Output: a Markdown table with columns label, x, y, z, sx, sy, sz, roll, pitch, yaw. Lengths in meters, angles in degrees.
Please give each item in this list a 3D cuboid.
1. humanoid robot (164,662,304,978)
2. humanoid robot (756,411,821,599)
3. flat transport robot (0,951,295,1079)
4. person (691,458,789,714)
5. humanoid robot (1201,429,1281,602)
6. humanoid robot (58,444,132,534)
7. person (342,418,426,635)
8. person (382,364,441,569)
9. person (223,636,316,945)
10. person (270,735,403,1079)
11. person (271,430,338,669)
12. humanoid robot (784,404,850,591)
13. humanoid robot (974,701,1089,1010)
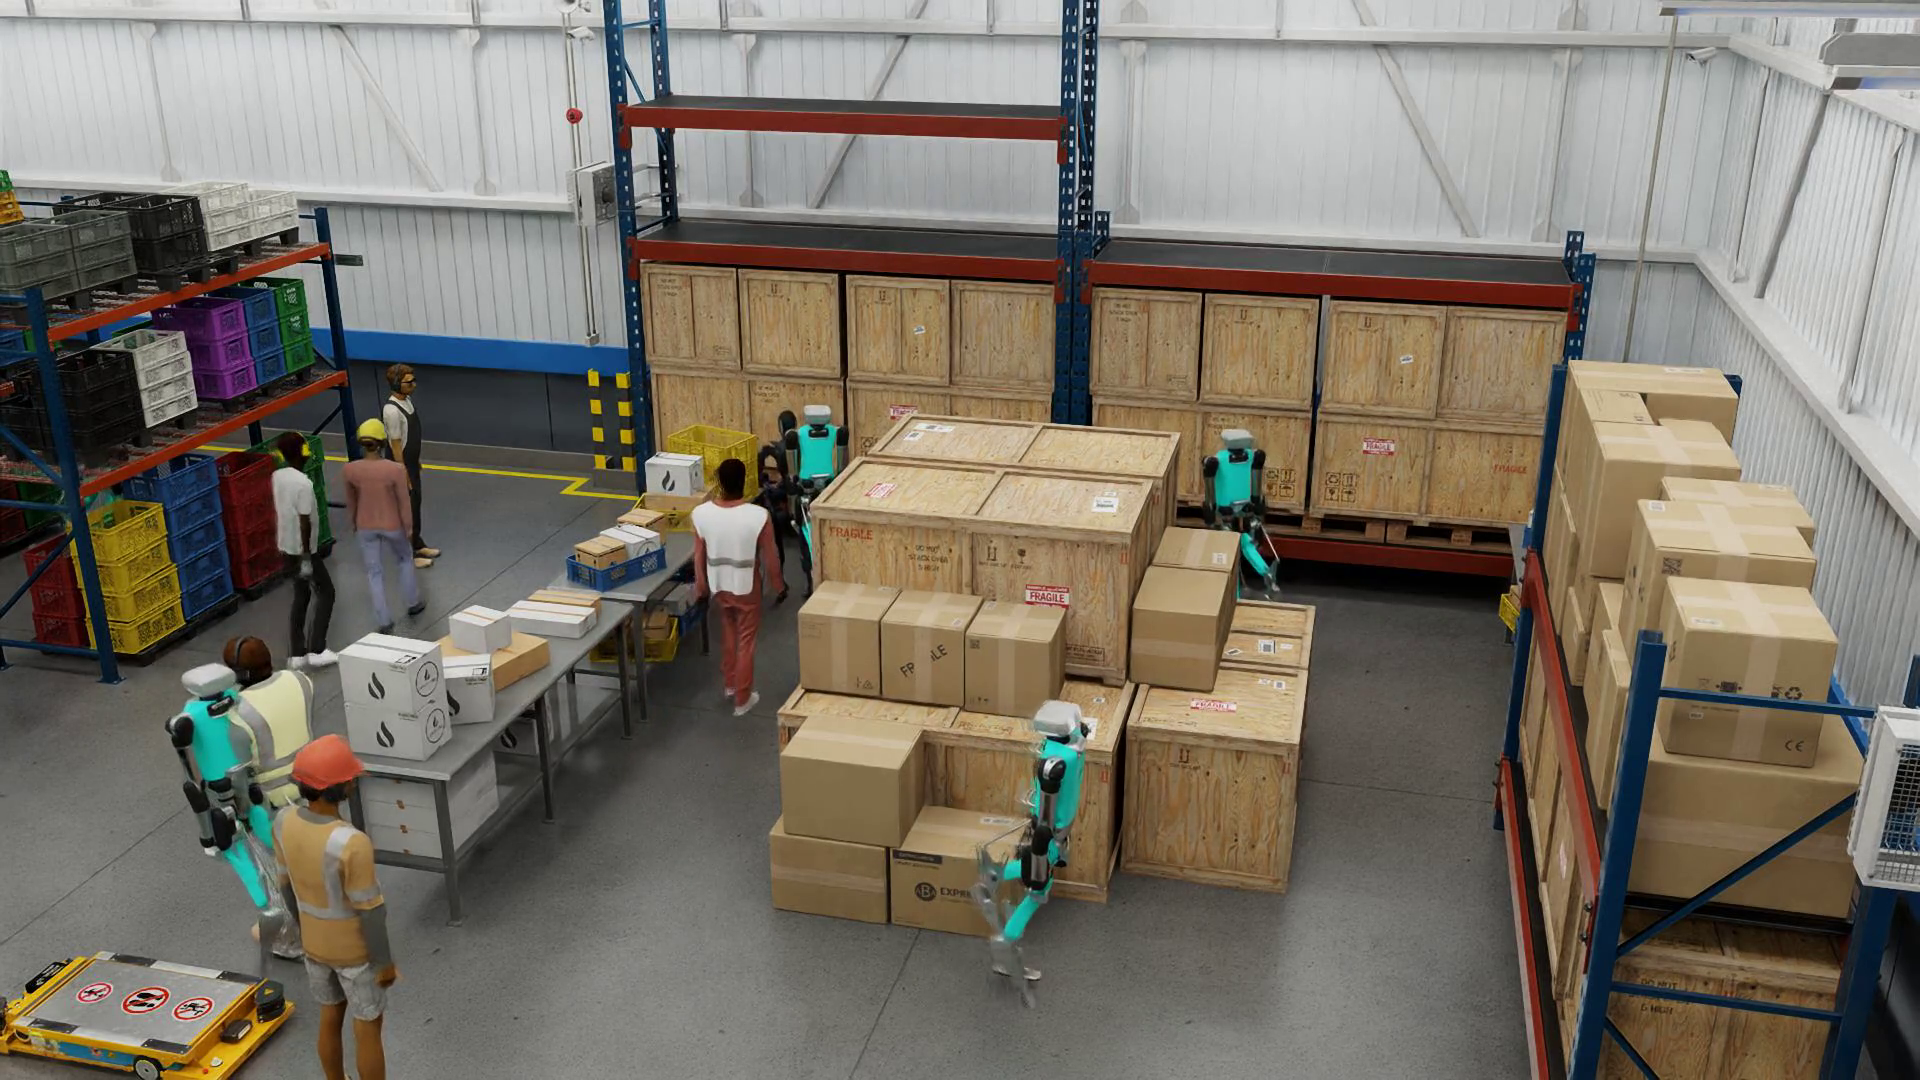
| label | x | y | z | sx | sy | sz | roll | pitch | yaw |
| --- | --- | --- | --- | --- | --- | --- | --- | --- | --- |
| humanoid robot | -3.748 | 1.576 | 8.964 | 0.734 | 1.855 | 0.530 | 9 | 23 | 23 |
| humanoid robot | -1.417 | -0.287 | 13.861 | 0.610 | 1.631 | 0.707 | -8 | 22 | -21 |
| flat transport robot | -4.270 | 2.464 | 8.601 | 1.431 | 0.231 | 0.659 | 5 | 22 | 13 |
| person | -1.551 | 0.304 | 11.967 | 0.599 | 1.902 | 0.624 | 7 | 22 | 17 |
| humanoid robot | 2.207 | 0.039 | 12.898 | 0.536 | 1.741 | 1.005 | -8 | 22 | -20 |
| humanoid robot | -7.382 | -0.421 | 14.133 | 0.542 | 1.801 | 0.827 | 5 | 21 | 12 |
| person | -4.627 | -0.143 | 13.361 | 0.526 | 1.743 | 0.719 | -2 | 21 | -6 |
| person | -4.834 | -0.648 | 14.552 | 0.343 | 1.839 | 0.499 | -2 | 21 | -5 |
| person | -3.813 | 1.381 | 9.243 | 0.430 | 1.837 | 0.624 | 8 | 22 | 21 |
| person | -2.854 | 1.844 | 7.739 | 0.607 | 2.044 | 0.391 | 12 | 24 | 29 |
| person | -5.022 | 0.082 | 12.642 | 0.534 | 1.833 | 0.506 | 14 | 25 | 32 |
| humanoid robot | -1.091 | -0.166 | 13.412 | 0.542 | 1.794 | 0.669 | -7 | 22 | -17 |
| humanoid robot | 0.282 | 1.659 | 8.723 | 0.759 | 1.831 | 0.543 | 7 | 22 | 18 |
